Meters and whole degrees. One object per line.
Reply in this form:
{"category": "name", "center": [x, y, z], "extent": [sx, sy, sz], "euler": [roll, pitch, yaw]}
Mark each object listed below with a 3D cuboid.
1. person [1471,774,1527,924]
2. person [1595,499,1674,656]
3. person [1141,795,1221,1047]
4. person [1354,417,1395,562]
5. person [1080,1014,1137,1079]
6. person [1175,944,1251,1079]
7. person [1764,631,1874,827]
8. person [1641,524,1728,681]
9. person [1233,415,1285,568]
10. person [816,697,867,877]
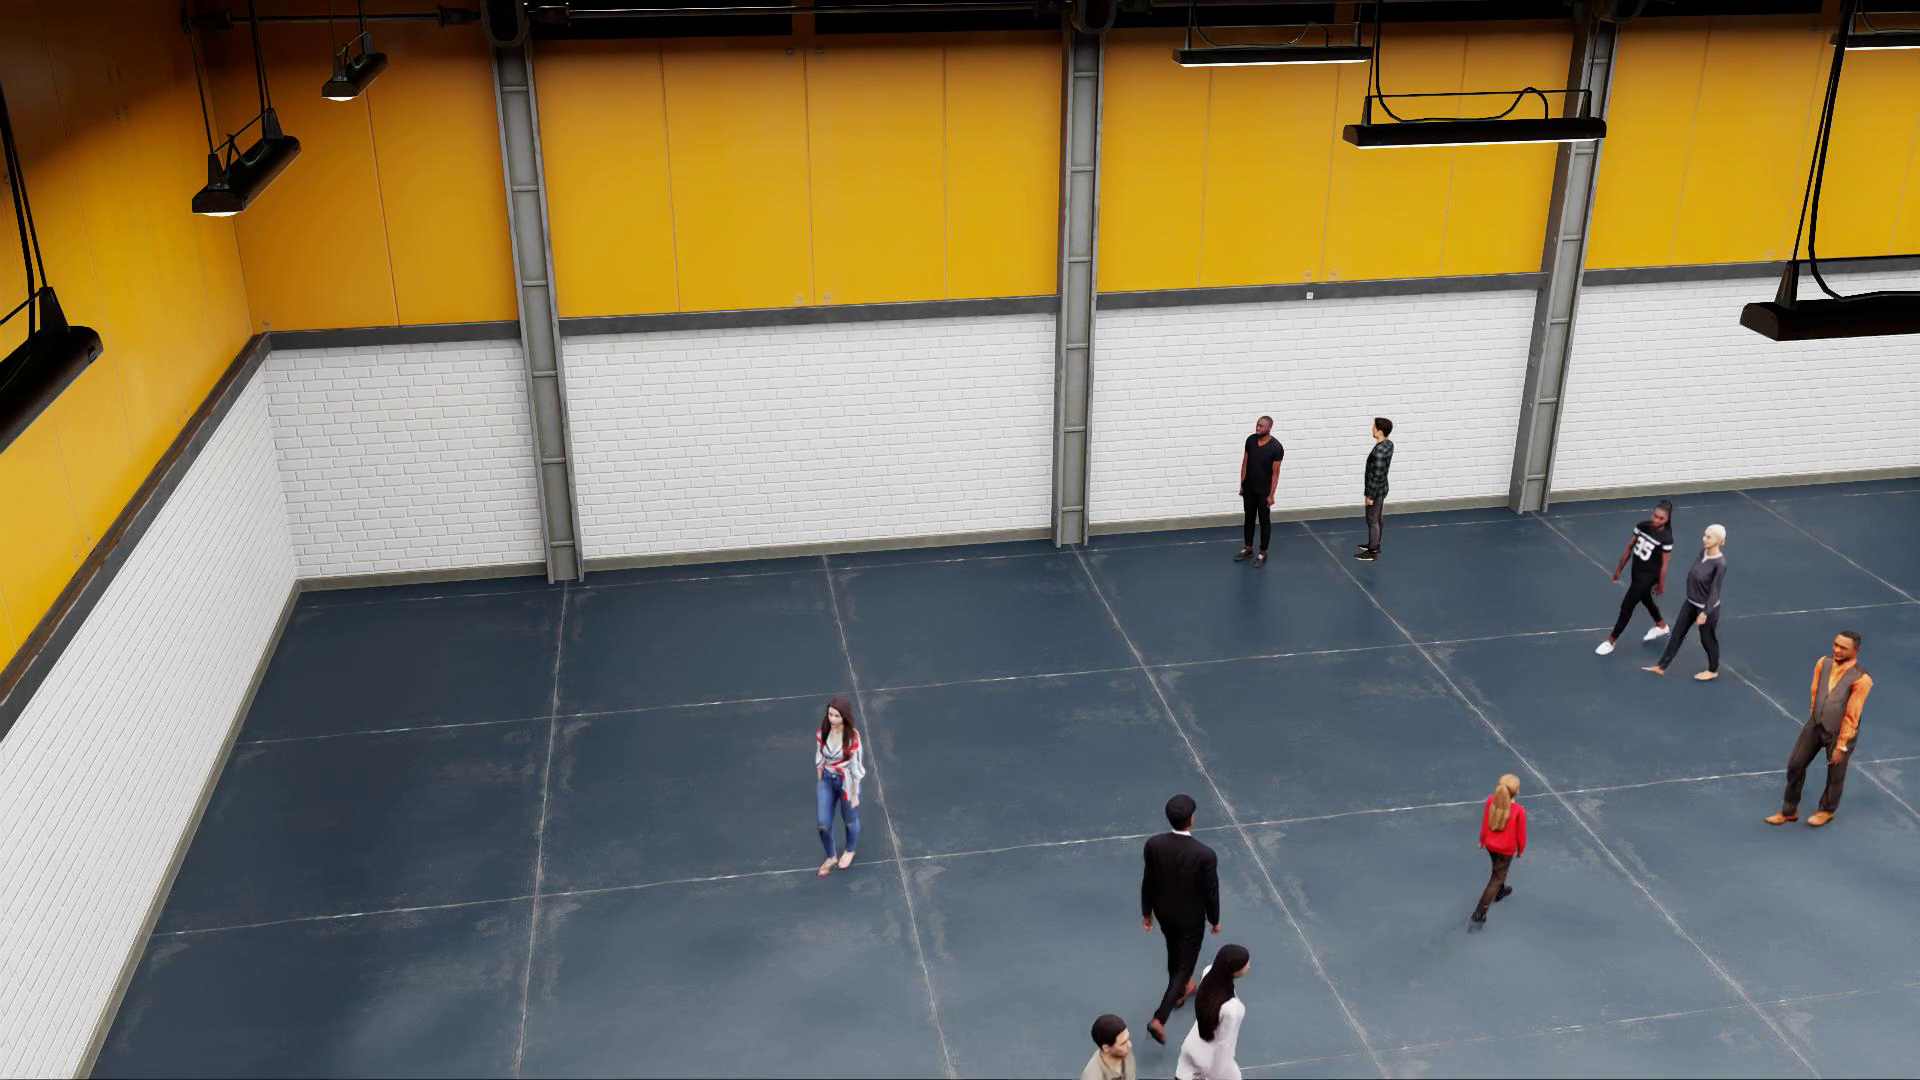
{"category": "person", "center": [4.247, 2.447, 13.134], "extent": [0.974, 1.261, 0.804], "euler": [-20, 31, -38]}
{"category": "person", "center": [7.192, 0.384, 17.326], "extent": [1.250, 1.683, 0.781], "euler": [-7, 25, -16]}
{"category": "person", "center": [1.525, 2.704, 11.800], "extent": [1.195, 1.858, 1.220], "euler": [13, 27, 28]}
{"category": "person", "center": [4.784, -0.608, 19.116], "extent": [0.732, 1.715, 0.750], "euler": [10, 26, 22]}
{"category": "person", "center": [0.763, 3.568, 9.876], "extent": [1.259, 1.816, 1.180], "euler": [15, 28, 30]}
{"category": "person", "center": [1.480, 3.315, 10.540], "extent": [1.275, 1.748, 0.859], "euler": [-11, 26, -24]}
{"category": "person", "center": [7.532, 1.624, 14.239], "extent": [1.012, 1.883, 0.852], "euler": [-12, 26, -26]}
{"category": "person", "center": [7.533, 0.649, 16.711], "extent": [0.964, 1.689, 0.608], "euler": [-4, 24, -10]}
{"category": "person", "center": [3.495, -0.596, 19.397], "extent": [0.751, 1.820, 0.775], "euler": [21, 31, 39]}
{"category": "person", "center": [-0.953, 1.984, 13.766], "extent": [0.759, 1.602, 0.827], "euler": [9, 25, 19]}
